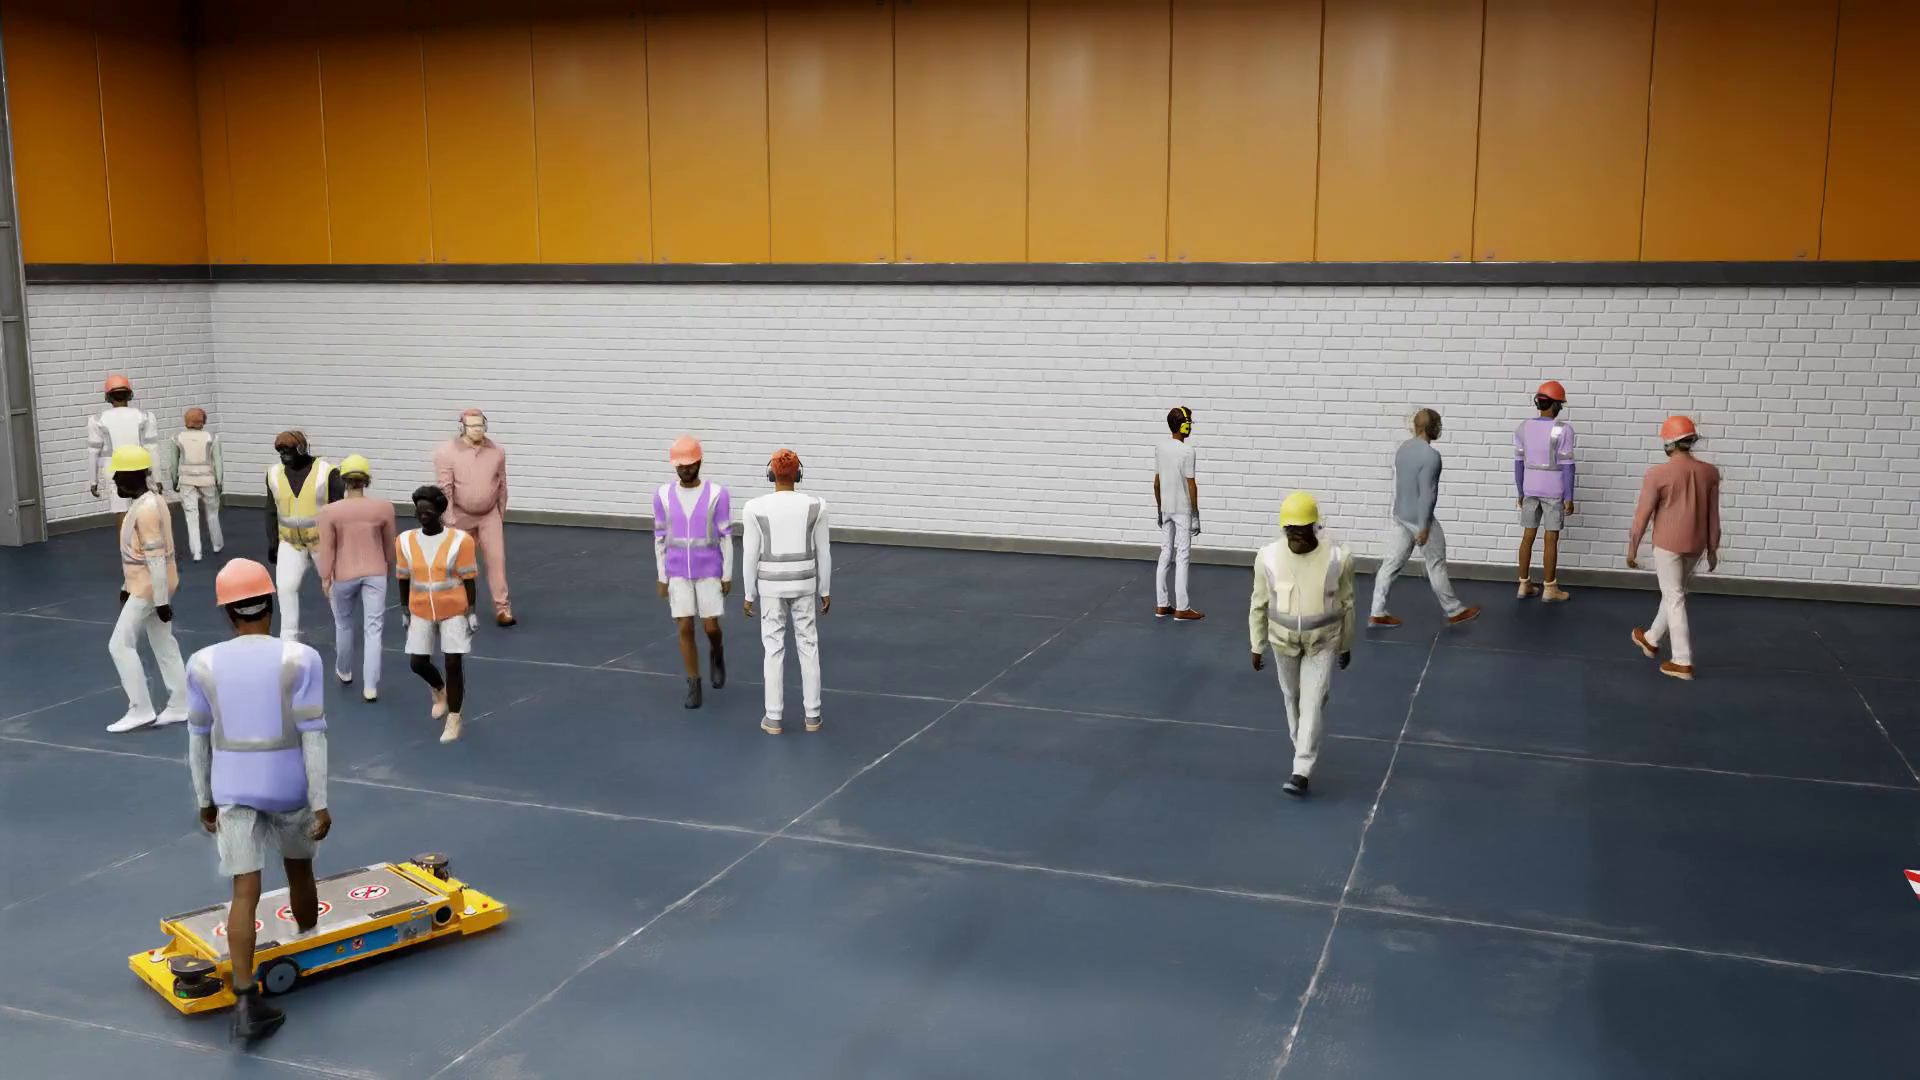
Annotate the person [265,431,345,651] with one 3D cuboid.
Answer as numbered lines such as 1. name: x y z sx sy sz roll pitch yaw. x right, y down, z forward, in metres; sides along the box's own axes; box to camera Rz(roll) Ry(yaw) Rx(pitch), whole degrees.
1. person: -5.174 0.035 13.138 0.640 1.801 0.667 0 9 -2

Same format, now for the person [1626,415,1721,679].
1. person: 5.396 0.024 12.712 0.640 1.942 0.995 -2 9 -14

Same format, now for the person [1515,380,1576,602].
1. person: 5.401 -0.447 15.343 0.374 2.043 0.608 -7 11 -37

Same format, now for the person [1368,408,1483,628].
1. person: 3.956 -0.177 14.140 1.002 1.885 0.646 -2 9 -15

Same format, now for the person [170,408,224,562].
1. person: -8.062 -0.596 17.611 0.531 1.601 0.816 -3 10 -19

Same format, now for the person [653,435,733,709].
1. person: -1.865 0.206 11.668 0.542 1.919 0.536 0 9 2

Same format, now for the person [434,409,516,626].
1. person: -4.103 -0.173 14.176 0.645 1.866 0.929 -6 11 -32

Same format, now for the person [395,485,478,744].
1. person: -3.373 0.460 10.825 0.543 1.687 0.471 0 9 1

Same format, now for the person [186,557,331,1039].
1. person: -2.862 1.014 6.803 0.557 1.879 1.022 -1 9 -9

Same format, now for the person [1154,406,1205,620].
1. person: 1.913 -0.233 14.541 0.328 1.872 0.512 -7 12 -37

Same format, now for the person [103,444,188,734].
1. person: -5.463 0.320 11.006 0.666 1.904 0.597 -3 10 -19

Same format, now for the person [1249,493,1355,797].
1. person: 2.018 0.580 9.837 0.599 1.766 1.003 3 10 21

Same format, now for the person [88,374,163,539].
1. person: -8.336 -0.640 16.604 0.638 2.015 0.827 -5 10 -28

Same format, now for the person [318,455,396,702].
1. person: -4.323 0.255 11.953 0.523 1.725 0.888 -4 10 -22

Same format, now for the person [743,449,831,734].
1. person: -1.137 0.338 10.955 0.582 1.882 0.338 -2 9 -14

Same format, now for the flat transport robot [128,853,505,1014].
1. flat transport robot: -2.839 1.715 7.404 1.431 0.197 0.652 -9 13 -44
